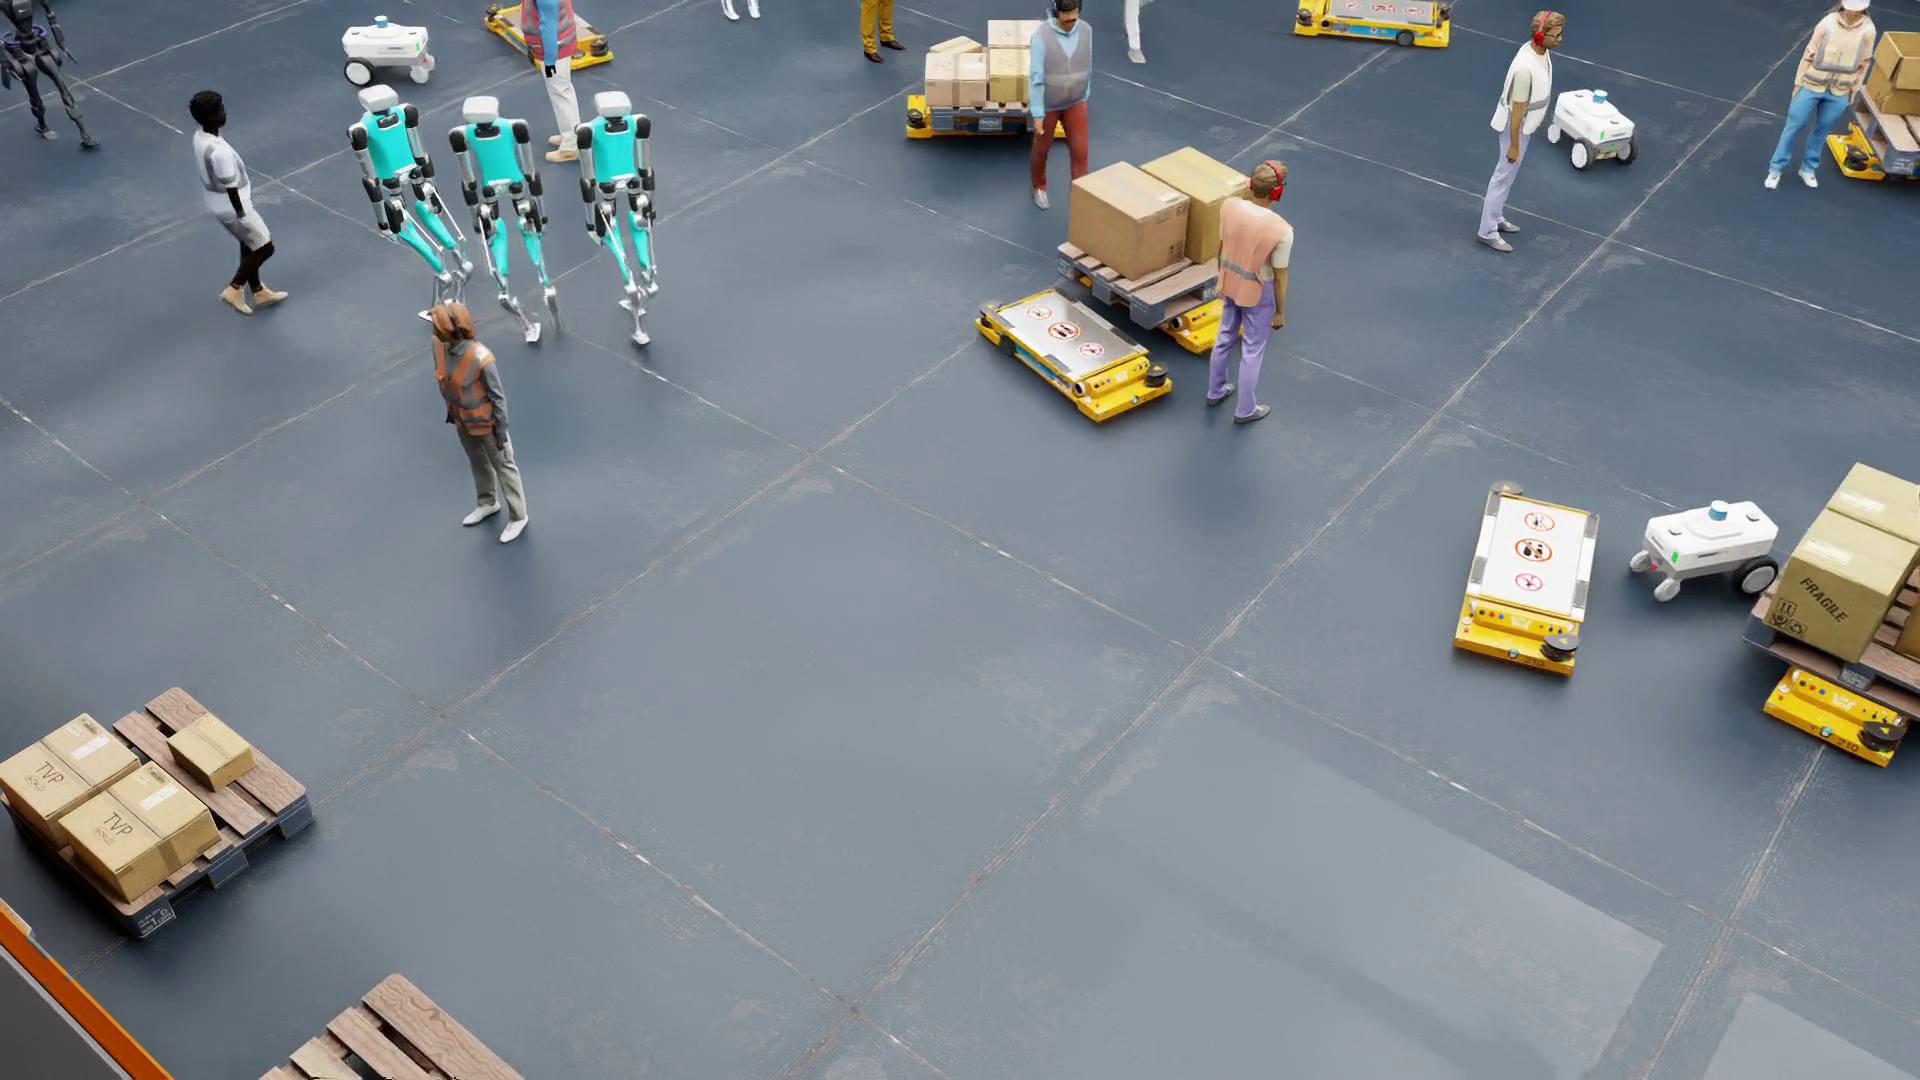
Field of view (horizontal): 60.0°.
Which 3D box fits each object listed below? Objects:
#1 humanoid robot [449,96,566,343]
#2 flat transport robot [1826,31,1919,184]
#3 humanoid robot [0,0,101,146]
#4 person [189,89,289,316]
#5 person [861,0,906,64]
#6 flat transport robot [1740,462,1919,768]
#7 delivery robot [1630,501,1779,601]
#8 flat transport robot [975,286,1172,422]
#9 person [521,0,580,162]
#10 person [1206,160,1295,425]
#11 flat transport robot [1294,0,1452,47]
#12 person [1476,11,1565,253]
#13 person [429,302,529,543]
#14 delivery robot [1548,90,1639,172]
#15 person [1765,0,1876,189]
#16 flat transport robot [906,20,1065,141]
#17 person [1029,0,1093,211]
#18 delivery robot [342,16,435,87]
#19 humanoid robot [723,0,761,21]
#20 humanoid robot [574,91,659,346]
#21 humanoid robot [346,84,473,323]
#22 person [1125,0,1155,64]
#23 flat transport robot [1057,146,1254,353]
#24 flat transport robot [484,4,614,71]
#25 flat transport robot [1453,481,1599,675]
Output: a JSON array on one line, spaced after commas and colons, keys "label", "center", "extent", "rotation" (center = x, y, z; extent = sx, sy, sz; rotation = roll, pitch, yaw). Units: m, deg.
[{"label": "humanoid robot", "center": [-3.101, -2.075, 11.428], "extent": [0.566, 1.829, 0.759], "rotation": [-8, 41, -9]}, {"label": "flat transport robot", "center": [8.050, -3.199, 13.841], "extent": [1.431, 0.231, 0.659], "rotation": [6, 41, 6]}, {"label": "humanoid robot", "center": [-7.660, -4.018, 13.748], "extent": [0.775, 1.625, 0.616], "rotation": [30, 49, 30]}, {"label": "person", "center": [-5.171, -2.354, 11.748], "extent": [0.426, 1.679, 0.541], "rotation": [-25, 46, -27]}, {"label": "person", "center": [-0.717, -5.244, 15.102], "extent": [0.341, 1.752, 0.520], "rotation": [24, 46, 26]}, {"label": "flat transport robot", "center": [5.094, 0.659, 9.302], "extent": [0.659, 0.231, 1.431], "rotation": [29, 48, 29]}, {"label": "delivery robot", "center": [4.426, 0.024, 9.826], "extent": [0.774, 0.592, 0.499], "rotation": [-9, 41, -11]}, {"label": "flat transport robot", "center": [0.777, -1.341, 11.655], "extent": [0.659, 0.231, 1.431], "rotation": [-24, 46, -26]}, {"label": "person", "center": [-3.339, -4.025, 13.610], "extent": [0.429, 1.830, 0.637], "rotation": [-6, 41, -7]}, {"label": "person", "center": [1.856, -1.577, 10.725], "extent": [0.380, 1.836, 0.563], "rotation": [-29, 48, -30]}, {"label": "flat transport robot", "center": [3.965, -5.004, 15.964], "extent": [1.431, 0.231, 0.659], "rotation": [9, 41, 10]}, {"label": "person", "center": [4.184, -3.080, 12.484], "extent": [0.381, 1.844, 0.569], "rotation": [17, 43, 19]}, {"label": "person", "center": [-2.855, -0.707, 9.852], "extent": [0.513, 1.635, 0.313], "rotation": [25, 46, 26]}, {"label": "delivery robot", "center": [5.302, -3.465, 13.921], "extent": [0.499, 0.579, 0.753], "rotation": [-11, 42, -13]}, {"label": "person", "center": [6.868, -3.584, 13.184], "extent": [0.487, 1.710, 0.470], "rotation": [11, 42, 13]}, {"label": "flat transport robot", "center": [0.259, -3.722, 14.456], "extent": [1.431, 0.231, 0.659], "rotation": [0, 40, 0]}, {"label": "person", "center": [0.804, -3.281, 12.720], "extent": [0.558, 1.846, 0.897], "rotation": [-12, 42, -14]}, {"label": "delivery robot", "center": [-5.214, -4.448, 15.092], "extent": [0.779, 0.597, 0.499], "rotation": [0, 40, 0]}, {"label": "humanoid robot", "center": [-2.172, -5.838, 15.766], "extent": [0.532, 1.737, 0.677], "rotation": [-11, 42, -13]}, {"label": "humanoid robot", "center": [-2.238, -2.133, 11.479], "extent": [0.582, 1.786, 0.895], "rotation": [-20, 44, -22]}, {"label": "humanoid robot", "center": [-3.715, -2.268, 11.537], "extent": [0.749, 1.687, 0.529], "rotation": [27, 47, 28]}, {"label": "person", "center": [1.638, -5.372, 15.167], "extent": [0.585, 1.860, 0.763], "rotation": [-8, 41, -10]}, {"label": "flat transport robot", "center": [1.485, -1.864, 12.270], "extent": [0.659, 0.231, 1.431], "rotation": [-27, 47, -28]}, {"label": "flat transport robot", "center": [-3.895, -4.772, 15.691], "extent": [0.659, 0.231, 1.431], "rotation": [-25, 46, -27]}, {"label": "flat transport robot", "center": [3.372, 0.195, 9.848], "extent": [0.659, 0.231, 1.431], "rotation": [14, 42, 16]}]
